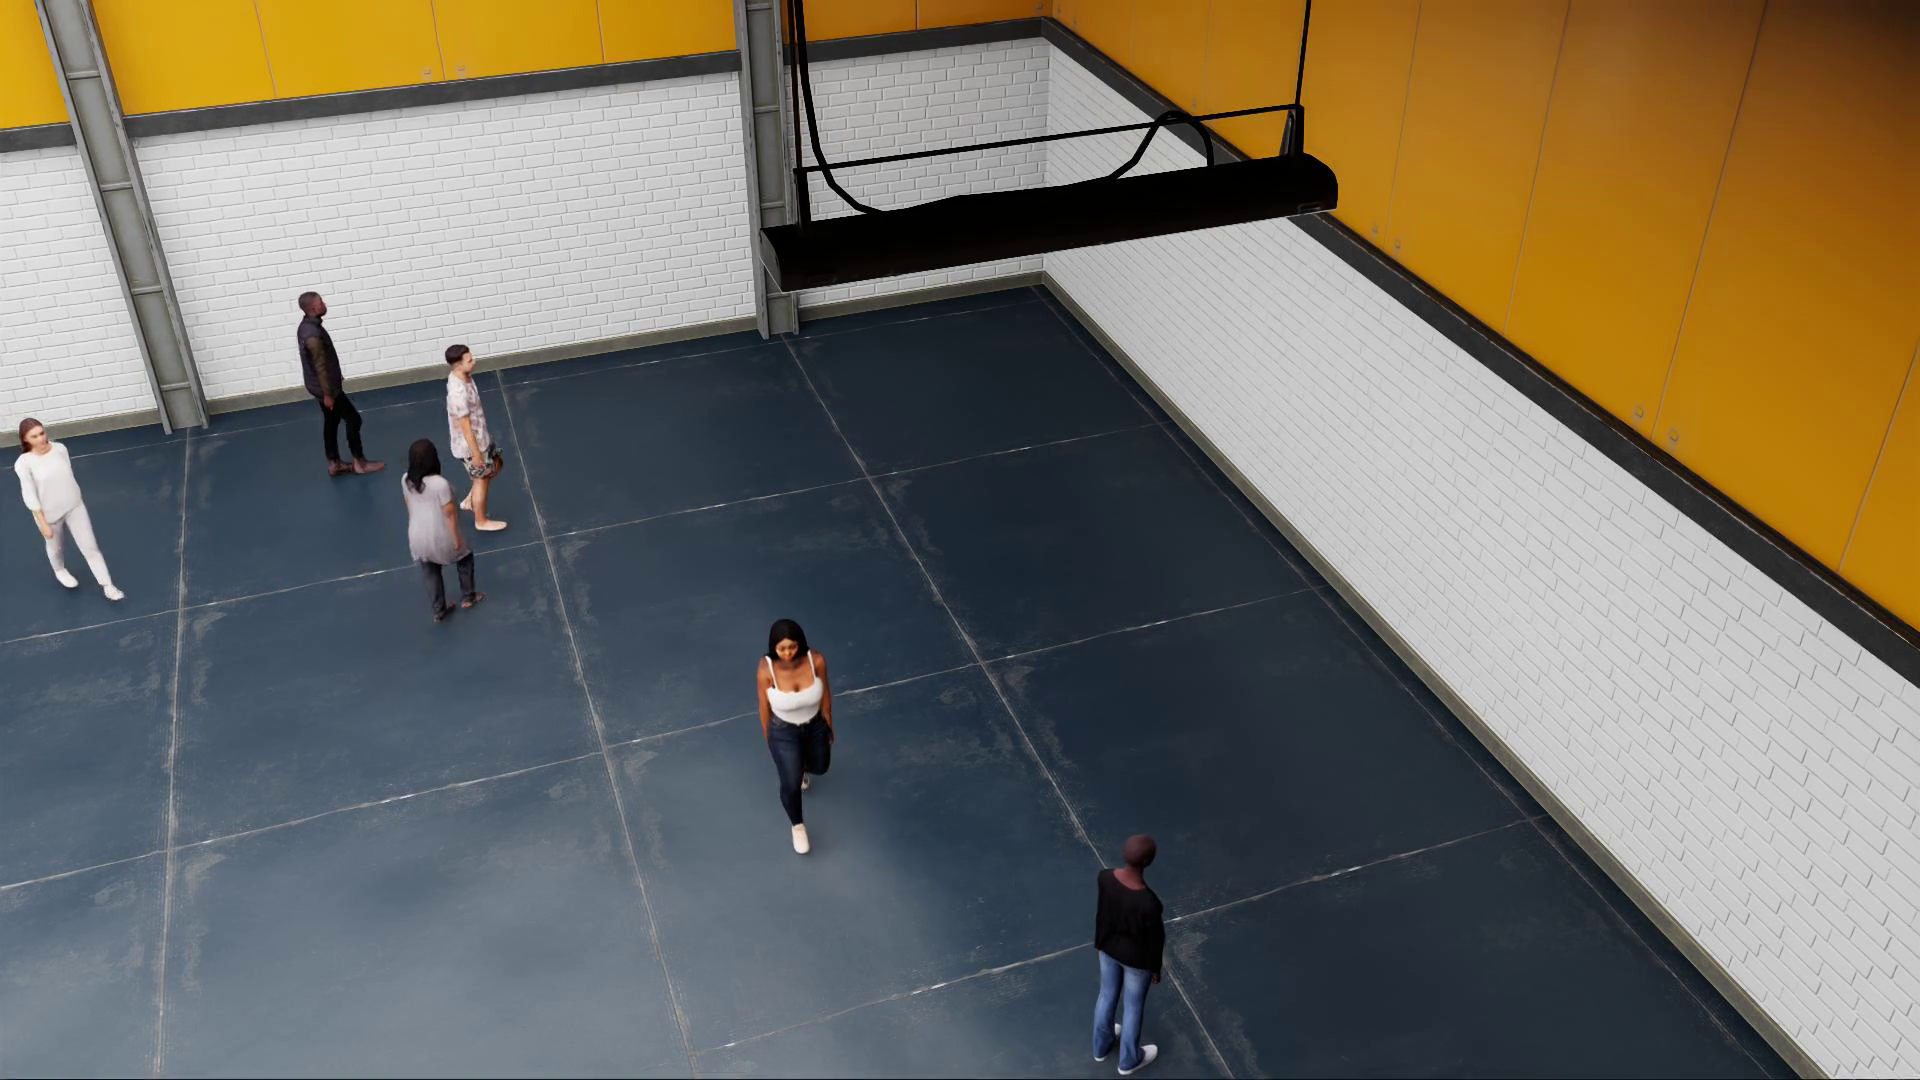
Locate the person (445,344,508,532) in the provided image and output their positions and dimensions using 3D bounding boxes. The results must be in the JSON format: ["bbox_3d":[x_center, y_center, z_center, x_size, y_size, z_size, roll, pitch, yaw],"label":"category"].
[{"bbox_3d":[-4.298,-0.870,14.355,0.721,1.800,0.727,-7,34,-10],"label":"person"}]

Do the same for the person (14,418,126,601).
[{"bbox_3d":[-7.408,-0.258,13.575,1.064,1.644,1.108,22,39,29],"label":"person"}]

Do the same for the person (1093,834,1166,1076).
[{"bbox_3d":[0.954,2.366,9.534,0.684,1.748,0.697,25,41,33],"label":"person"}]

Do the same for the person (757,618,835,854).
[{"bbox_3d":[-1.107,1.221,11.220,0.956,1.790,0.713,-9,35,-13],"label":"person"}]

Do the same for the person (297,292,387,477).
[{"bbox_3d":[-5.822,-1.380,15.102,0.776,1.824,0.761,-14,36,-20],"label":"person"}]

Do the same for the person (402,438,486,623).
[{"bbox_3d":[-4.223,-0.029,13.279,0.839,1.592,0.899,11,35,16],"label":"person"}]
